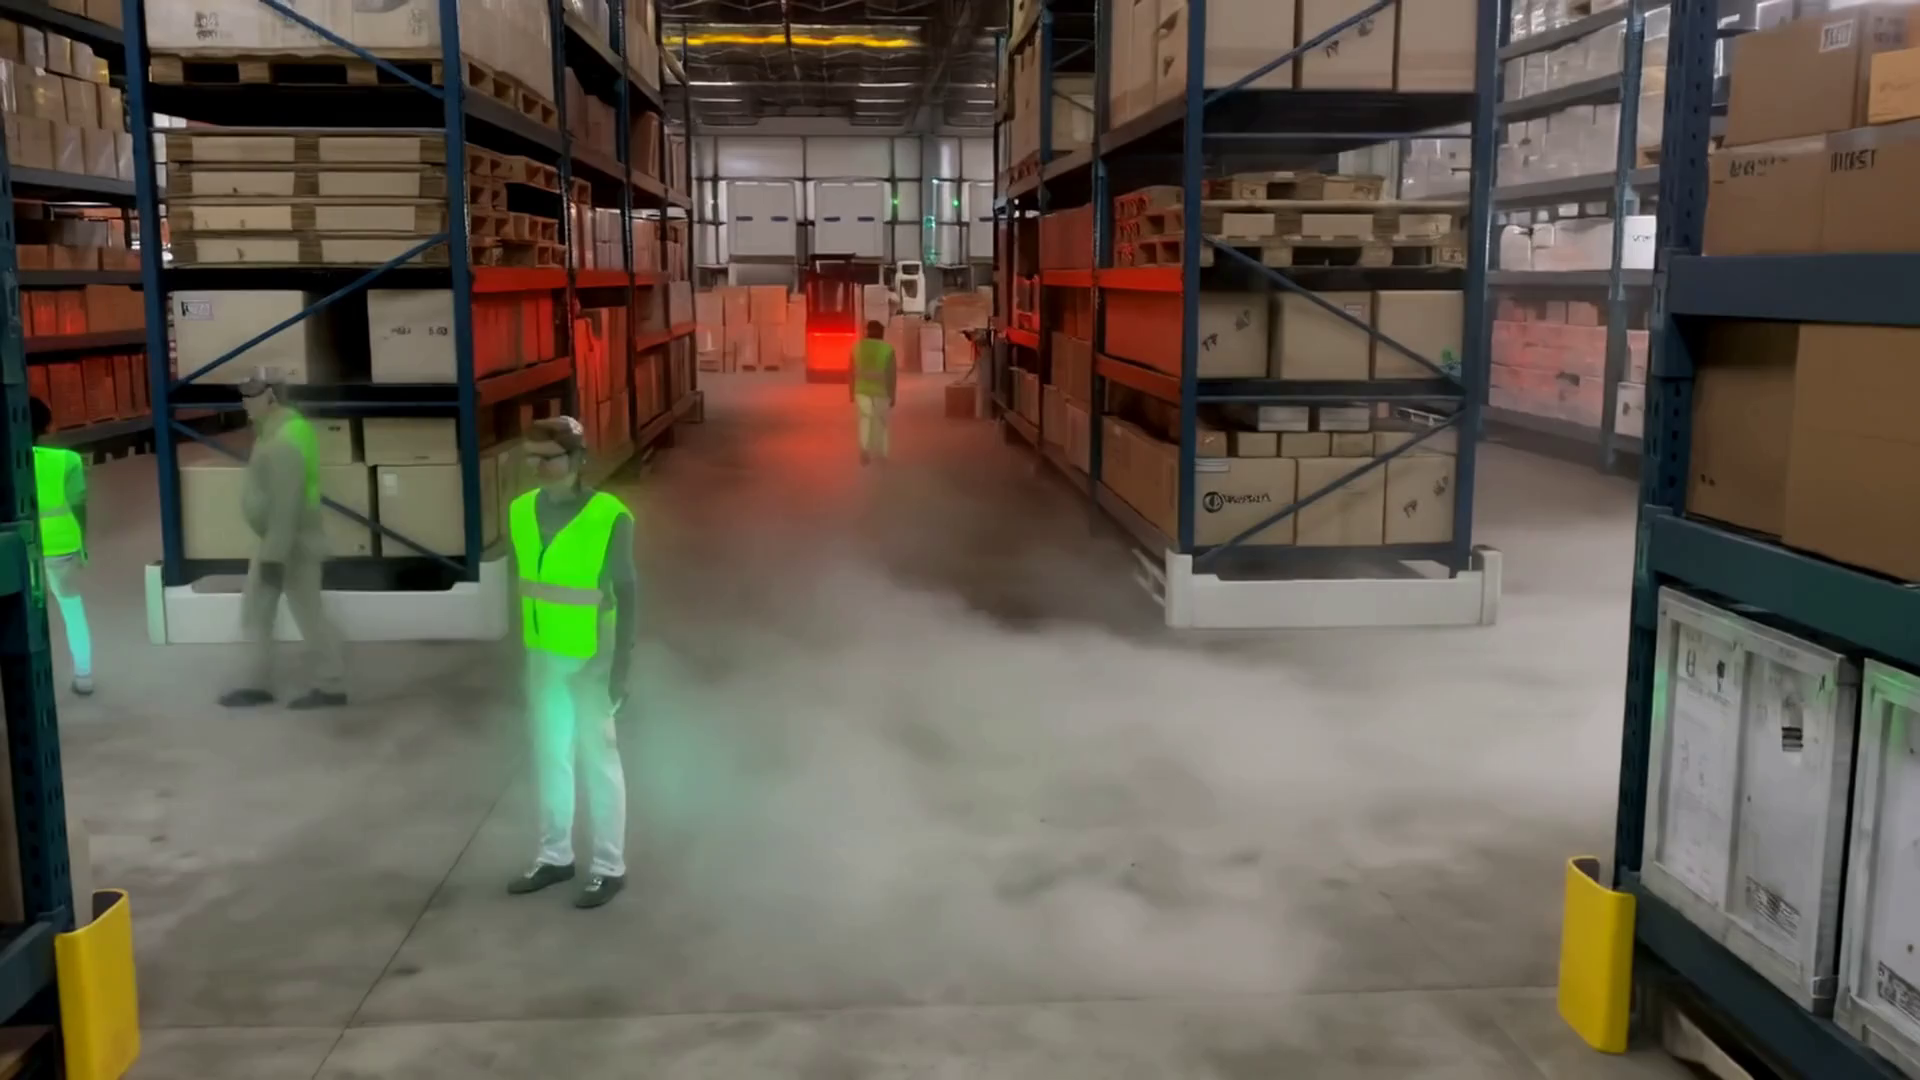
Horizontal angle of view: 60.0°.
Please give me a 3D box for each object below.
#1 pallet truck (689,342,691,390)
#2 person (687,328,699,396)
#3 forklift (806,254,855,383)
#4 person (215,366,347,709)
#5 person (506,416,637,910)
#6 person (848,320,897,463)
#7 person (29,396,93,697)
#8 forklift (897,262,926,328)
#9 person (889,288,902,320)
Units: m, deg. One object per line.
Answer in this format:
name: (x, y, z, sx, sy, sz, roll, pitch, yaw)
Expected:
pallet truck: (-5.225, -3.008, 27.480, 1.885, 1.965, 0.823, 2, 9, 14)
person: (-5.308, -3.648, 32.434, 0.533, 1.698, 0.322, 6, 11, 35)
forklift: (-2.826, -4.879, 36.463, 1.129, 2.768, 1.873, -1, 9, -4)
person: (-3.699, 0.017, 8.869, 0.798, 1.871, 0.659, -5, 10, -29)
person: (-1.450, 0.451, 6.253, 0.591, 1.844, 0.400, 5, 10, 29)
person: (-1.108, -1.871, 20.998, 0.629, 1.796, 0.951, 0, 9, 1)
person: (-5.049, 0.062, 9.139, 0.320, 1.698, 0.531, 7, 12, 38)
forklift: (-1.780, -8.547, 59.499, 1.129, 2.768, 1.873, -1, 9, -4)
person: (-2.308, -7.828, 57.978, 0.632, 1.931, 0.382, 3, 10, 21)
